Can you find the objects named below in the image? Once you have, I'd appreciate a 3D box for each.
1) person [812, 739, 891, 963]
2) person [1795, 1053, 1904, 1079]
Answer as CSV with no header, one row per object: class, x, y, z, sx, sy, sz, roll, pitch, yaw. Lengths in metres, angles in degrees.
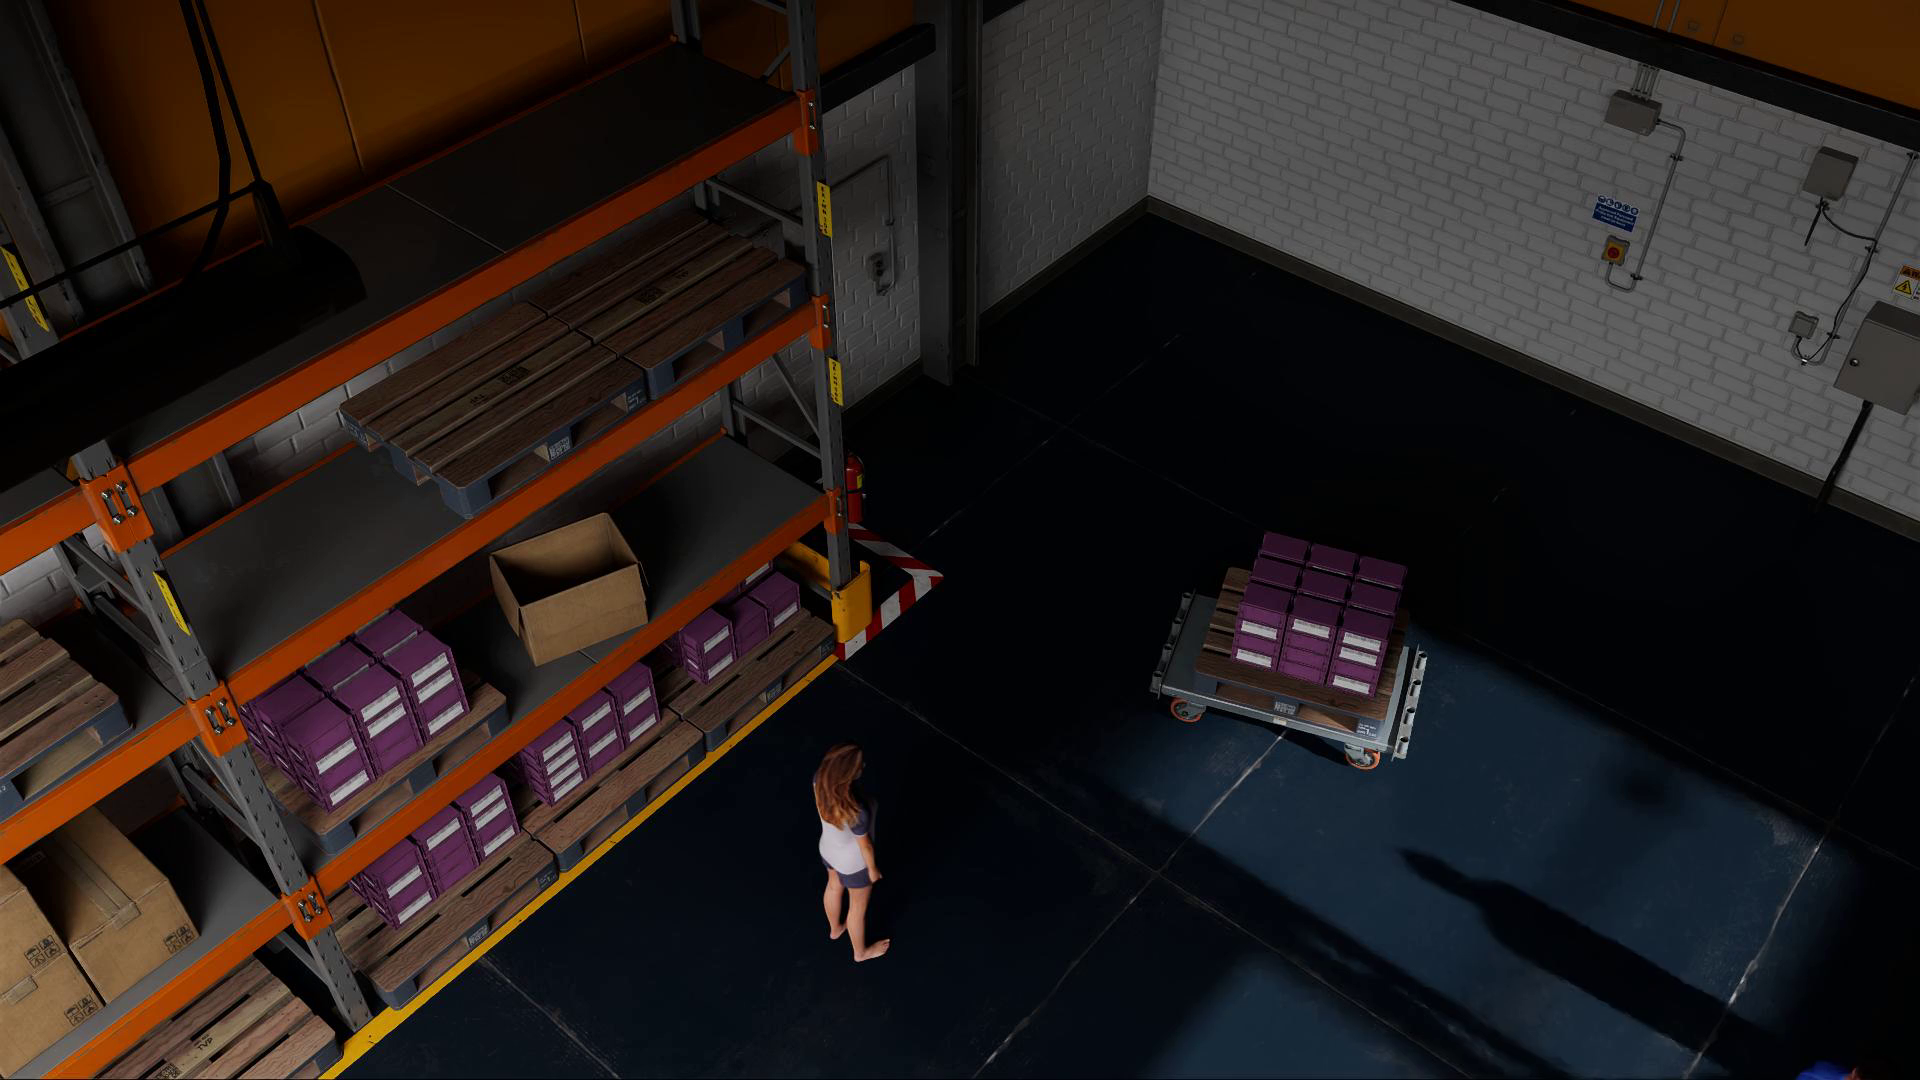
person,-0.629,1.715,9.137,0.601,1.729,0.635,-29,51,-27
person,4.052,2.846,7.863,0.953,1.848,0.682,-33,52,-30
